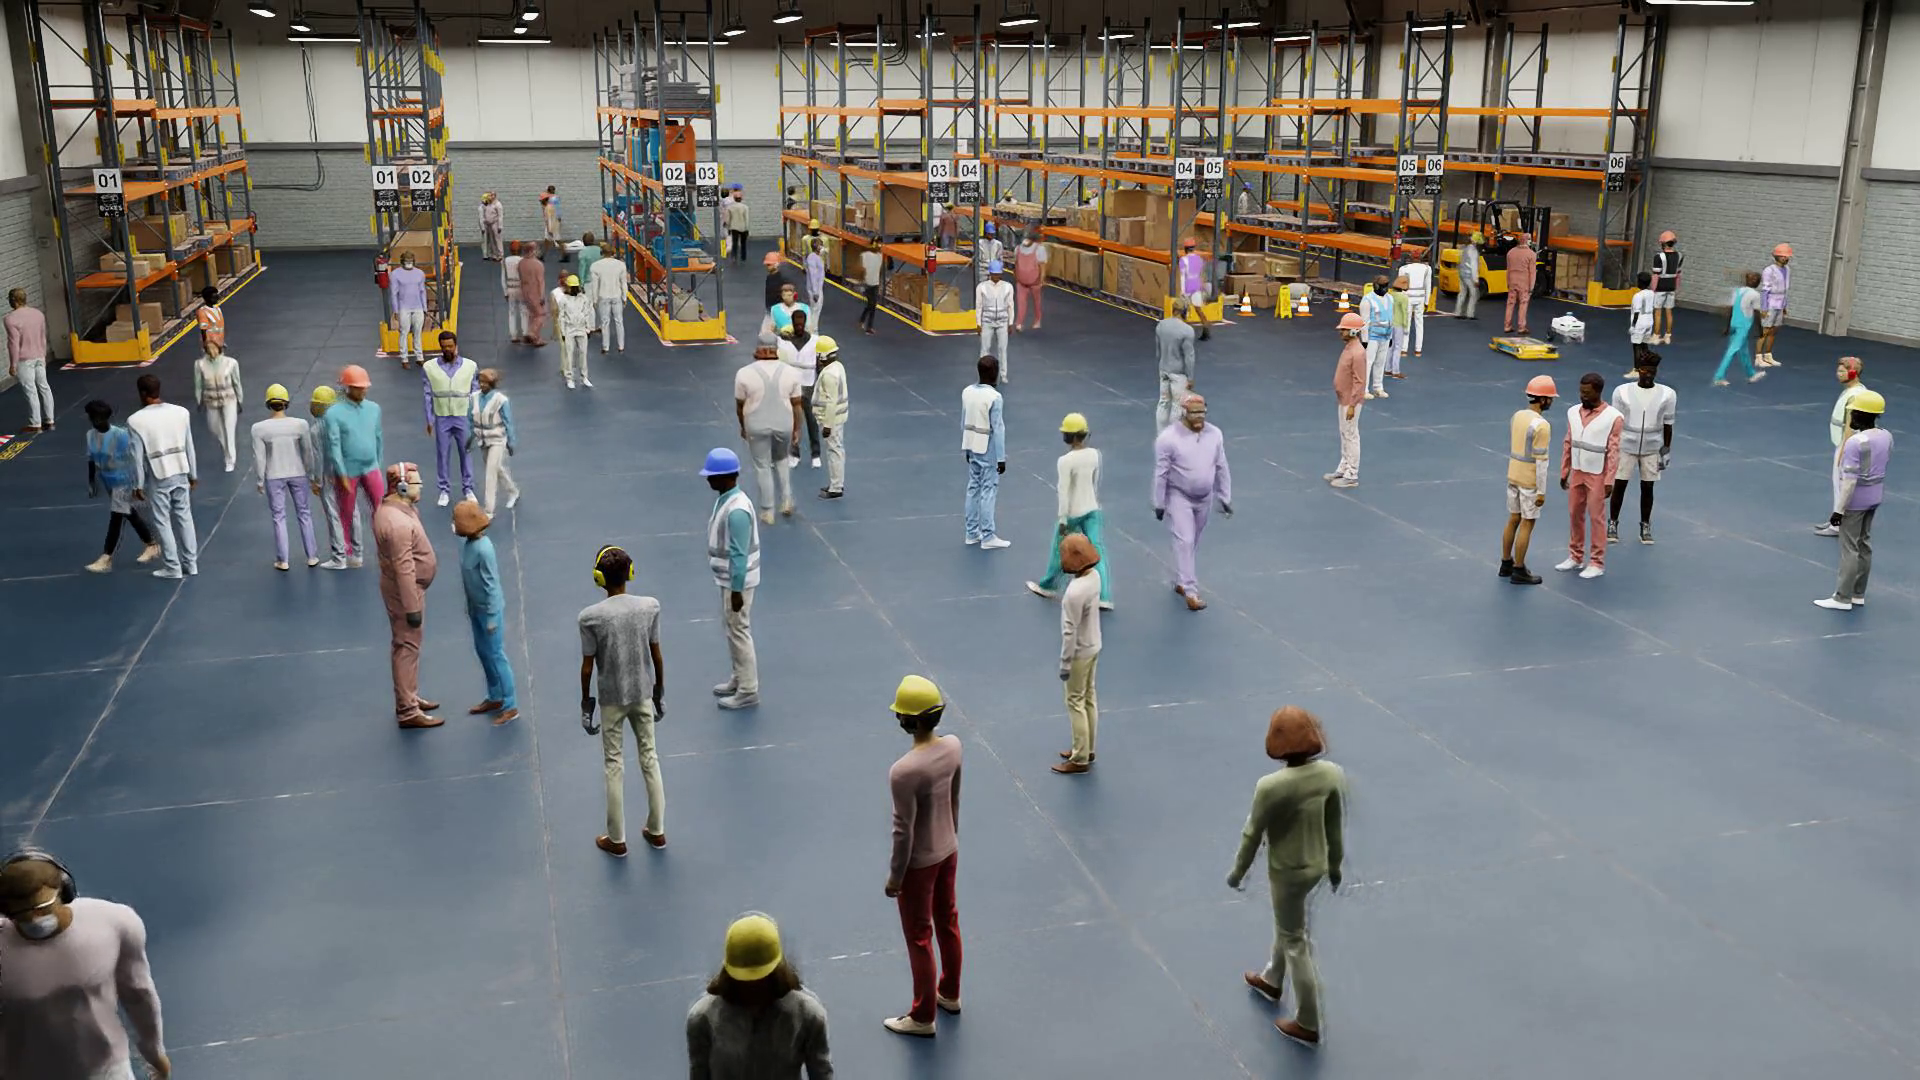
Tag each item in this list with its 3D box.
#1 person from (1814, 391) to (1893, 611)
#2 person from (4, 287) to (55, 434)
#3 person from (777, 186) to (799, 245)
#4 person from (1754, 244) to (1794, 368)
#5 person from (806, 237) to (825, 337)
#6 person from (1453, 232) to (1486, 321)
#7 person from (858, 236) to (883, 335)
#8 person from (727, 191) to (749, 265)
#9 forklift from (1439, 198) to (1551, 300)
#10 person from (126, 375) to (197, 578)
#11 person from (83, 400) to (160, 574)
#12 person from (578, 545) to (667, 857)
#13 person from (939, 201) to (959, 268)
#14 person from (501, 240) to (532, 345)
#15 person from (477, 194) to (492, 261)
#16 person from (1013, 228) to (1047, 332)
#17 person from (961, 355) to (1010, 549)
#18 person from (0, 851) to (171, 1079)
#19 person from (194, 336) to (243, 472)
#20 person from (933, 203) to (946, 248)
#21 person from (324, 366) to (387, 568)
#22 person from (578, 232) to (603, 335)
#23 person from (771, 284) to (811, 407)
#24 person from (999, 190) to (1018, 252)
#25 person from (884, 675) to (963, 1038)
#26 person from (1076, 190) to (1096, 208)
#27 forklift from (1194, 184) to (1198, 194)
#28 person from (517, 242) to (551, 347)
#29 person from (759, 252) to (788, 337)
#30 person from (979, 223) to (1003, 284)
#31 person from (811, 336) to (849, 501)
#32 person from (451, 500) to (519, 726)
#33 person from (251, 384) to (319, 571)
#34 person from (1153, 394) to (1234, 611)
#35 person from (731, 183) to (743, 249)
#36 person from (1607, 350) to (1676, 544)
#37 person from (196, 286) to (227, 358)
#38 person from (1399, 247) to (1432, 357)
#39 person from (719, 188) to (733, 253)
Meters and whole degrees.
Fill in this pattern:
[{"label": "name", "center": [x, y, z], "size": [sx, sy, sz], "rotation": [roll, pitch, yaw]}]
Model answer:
[{"label": "person", "center": [7.774, -0.339, 14.424], "size": [0.588, 1.929, 0.365], "rotation": [-10, 18, -33]}, {"label": "person", "center": [-12.378, -2.381, 22.090], "size": [0.371, 1.940, 0.627], "rotation": [3, 15, 12]}, {"label": "person", "center": [-5.055, -9.774, 50.218], "size": [1.001, 1.794, 0.619], "rotation": [3, 15, 10]}, {"label": "person", "center": [13.490, -3.868, 27.486], "size": [0.615, 2.041, 0.387], "rotation": [-9, 17, -30]}, {"label": "person", "center": [-2.582, -4.486, 30.014], "size": [0.372, 1.940, 0.630], "rotation": [0, 15, 0]}, {"label": "person", "center": [10.202, -5.240, 33.143], "size": [0.514, 1.789, 0.600], "rotation": [0, 15, 0]}, {"label": "person", "center": [-1.651, -4.801, 31.373], "size": [0.561, 1.843, 0.403], "rotation": [-13, 20, -41]}, {"label": "person", "center": [-5.954, -8.349, 44.538], "size": [0.615, 1.958, 0.973], "rotation": [1, 15, 4]}, {"label": "forklift", "center": [11.913, -6.508, 37.130], "size": [2.313, 2.155, 1.214], "rotation": [-4, 15, -15]}, {"label": "person", "center": [-7.359, -0.583, 15.404], "size": [0.439, 1.898, 0.603], "rotation": [9, 18, 32]}, {"label": "person", "center": [-7.955, -0.513, 15.619], "size": [0.537, 1.631, 0.860], "rotation": [8, 17, 27]}, {"label": "person", "center": [-1.967, 0.941, 9.747], "size": [0.514, 1.862, 0.322], "rotation": [-8, 17, -27]}, {"label": "person", "center": [-0.278, -8.031, 43.714], "size": [0.536, 1.755, 0.610], "rotation": [-3, 15, -12]}, {"label": "person", "center": [-7.975, -4.456, 30.008], "size": [0.577, 1.882, 0.349], "rotation": [5, 16, 18]}, {"label": "person", "center": [-12.963, -8.566, 45.587], "size": [0.404, 1.823, 0.592], "rotation": [3, 15, 9]}, {"label": "person", "center": [1.323, -5.027, 31.852], "size": [0.692, 2.000, 1.064], "rotation": [5, 16, 17]}, {"label": "person", "center": [0.233, -0.870, 16.449], "size": [0.375, 1.915, 0.597], "rotation": [-11, 18, -35]}, {"label": "person", "center": [-3.221, 1.926, 6.012], "size": [0.673, 1.880, 1.054], "rotation": [-10, 18, -32]}, {"label": "person", "center": [-8.880, -1.663, 19.993], "size": [0.523, 1.613, 0.710], "rotation": [-3, 15, -11]}, {"label": "person", "center": [-0.687, -8.795, 46.263], "size": [0.583, 1.915, 0.553], "rotation": [-4, 15, -16]}, {"label": "person", "center": [-5.589, -0.650, 15.564], "size": [0.964, 1.948, 0.621], "rotation": [12, 19, 38]}, {"label": "person", "center": [-6.925, -4.838, 31.365], "size": [0.368, 1.930, 0.627], "rotation": [11, 19, 36]}, {"label": "person", "center": [-2.383, -2.717, 23.580], "size": [0.603, 1.821, 0.482], "rotation": [0, 15, 0]}, {"label": "person", "center": [1.427, -9.273, 48.306], "size": [0.618, 1.784, 0.899], "rotation": [-3, 15, -9]}, {"label": "person", "center": [-0.186, 1.487, 7.873], "size": [0.318, 1.766, 0.535], "rotation": [9, 18, 32]}, {"label": "person", "center": [3.476, -8.711, 46.003], "size": [0.605, 1.891, 0.514], "rotation": [-3, 15, -9]}, {"label": "forklift", "center": [7.392, -11.333, 53.972], "size": [1.873, 2.768, 1.129], "rotation": [-4, 15, -15]}, {"label": "person", "center": [-7.590, -4.352, 29.608], "size": [0.642, 1.892, 0.469], "rotation": [11, 18, 36]}, {"label": "person", "center": [-3.030, -3.606, 26.621], "size": [0.675, 1.974, 0.643], "rotation": [-11, 18, -35]}, {"label": "person", "center": [0.575, -5.389, 33.425], "size": [0.598, 1.939, 0.413], "rotation": [-3, 15, -12]}, {"label": "person", "center": [-1.441, -1.350, 18.422], "size": [0.404, 1.829, 0.591], "rotation": [1, 15, 4]}, {"label": "person", "center": [-3.394, 0.507, 11.846], "size": [0.340, 1.619, 0.523], "rotation": [-10, 18, -32]}, {"label": "person", "center": [-6.365, -0.591, 15.689], "size": [0.531, 1.767, 0.328], "rotation": [-8, 17, -29]}, {"label": "person", "center": [2.081, -0.326, 14.502], "size": [0.647, 1.870, 0.925], "rotation": [-7, 16, -24]}, {"label": "person", "center": [-6.509, -9.564, 49.121], "size": [0.521, 1.933, 0.636], "rotation": [3, 15, 12]}, {"label": "person", "center": [6.776, -0.925, 16.580], "size": [0.615, 1.958, 0.381], "rotation": [4, 15, 16]}, {"label": "person", "center": [-10.969, -2.881, 24.440], "size": [0.319, 1.695, 0.533], "rotation": [1, 15, 4]}, {"label": "person", "center": [7.813, -4.103, 28.680], "size": [0.576, 1.882, 0.355], "rotation": [-1, 15, -2]}, {"label": "person", "center": [-6.748, -9.219, 48.010], "size": [0.430, 1.845, 0.619], "rotation": [0, 15, 1]}]
